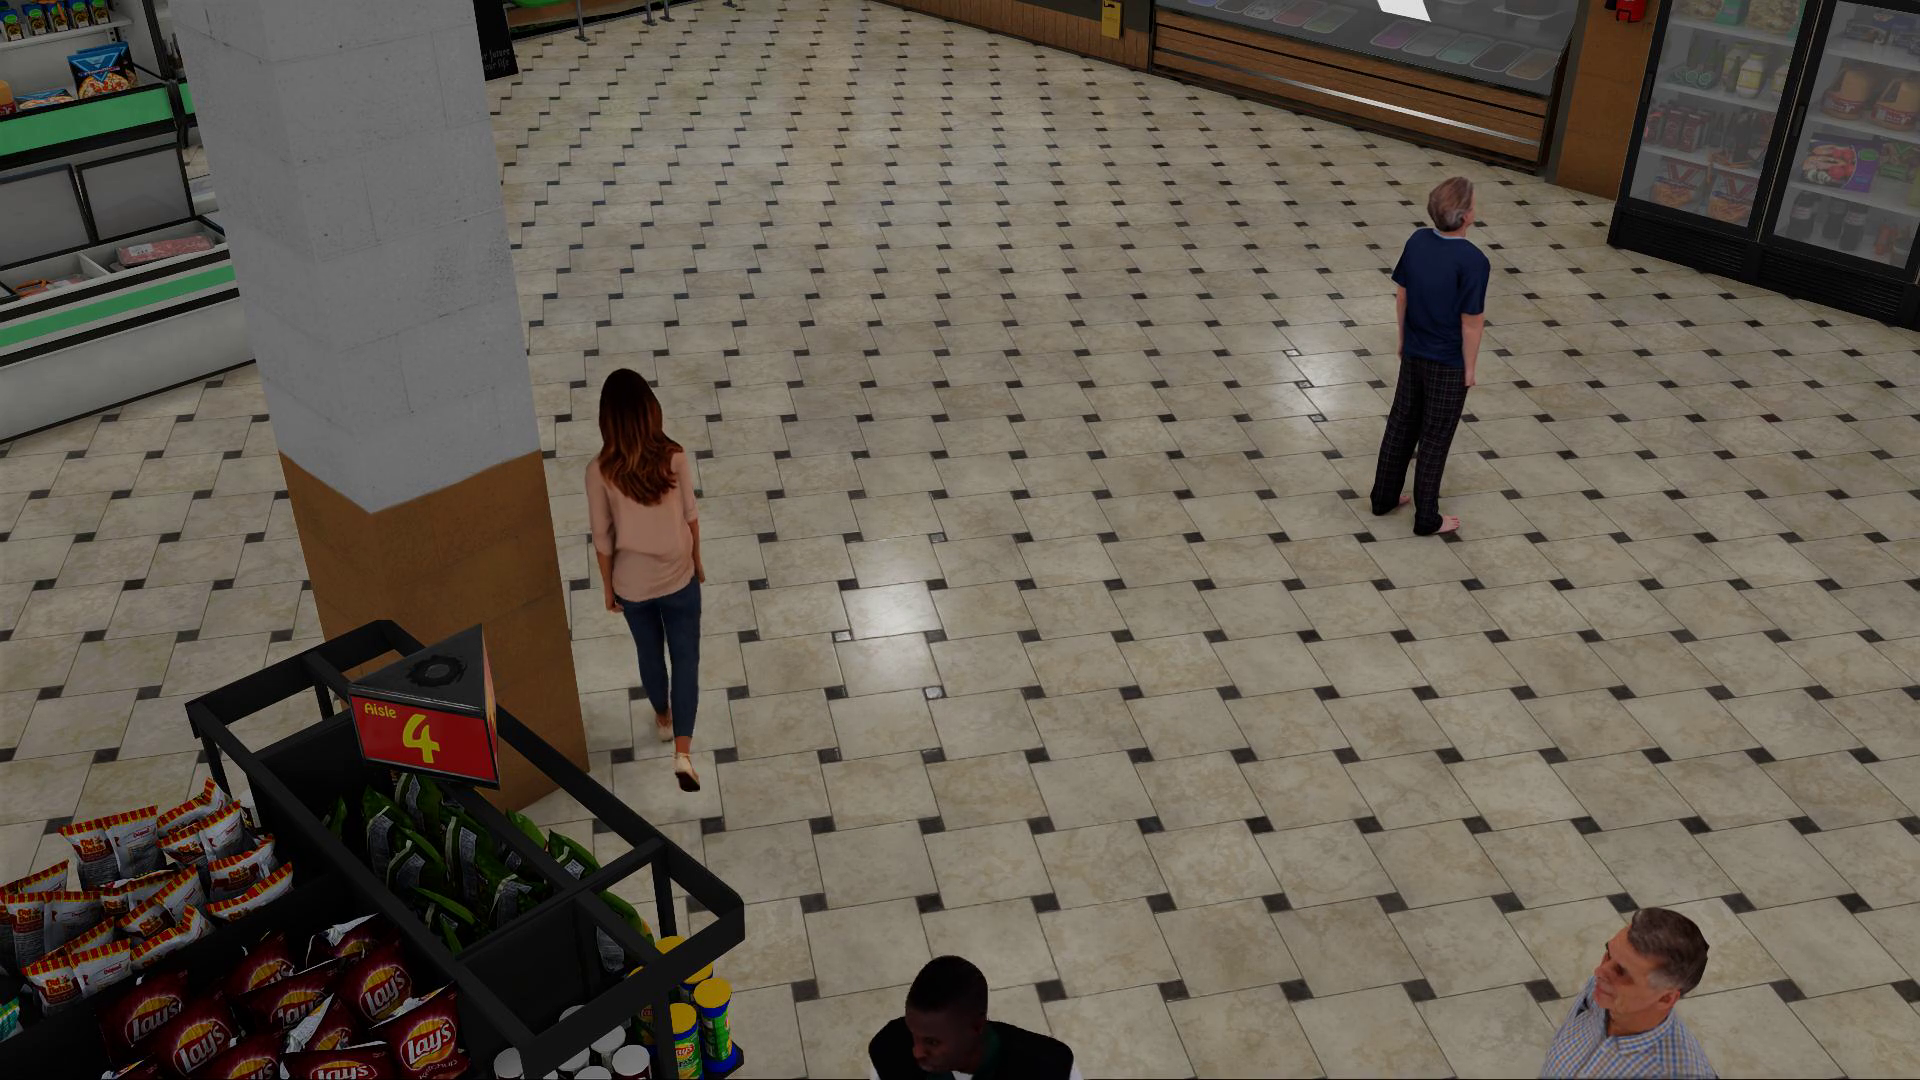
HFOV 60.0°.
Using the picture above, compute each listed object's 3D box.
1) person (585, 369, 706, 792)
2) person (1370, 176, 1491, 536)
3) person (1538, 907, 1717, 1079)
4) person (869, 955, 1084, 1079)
[{"bbox_3d":[-1.196,0.211,6.578,1.023,1.766,0.996,-6,32,-9],"label":"person"},{"bbox_3d":[2.358,-0.906,8.273,0.599,1.872,0.690,-21,38,-30],"label":"person"},{"bbox_3d":[1.616,1.627,4.251,0.749,1.820,0.738,-7,33,-11],"label":"person"},{"bbox_3d":[0.066,1.654,4.235,1.042,1.791,1.224,7,33,11],"label":"person"}]
